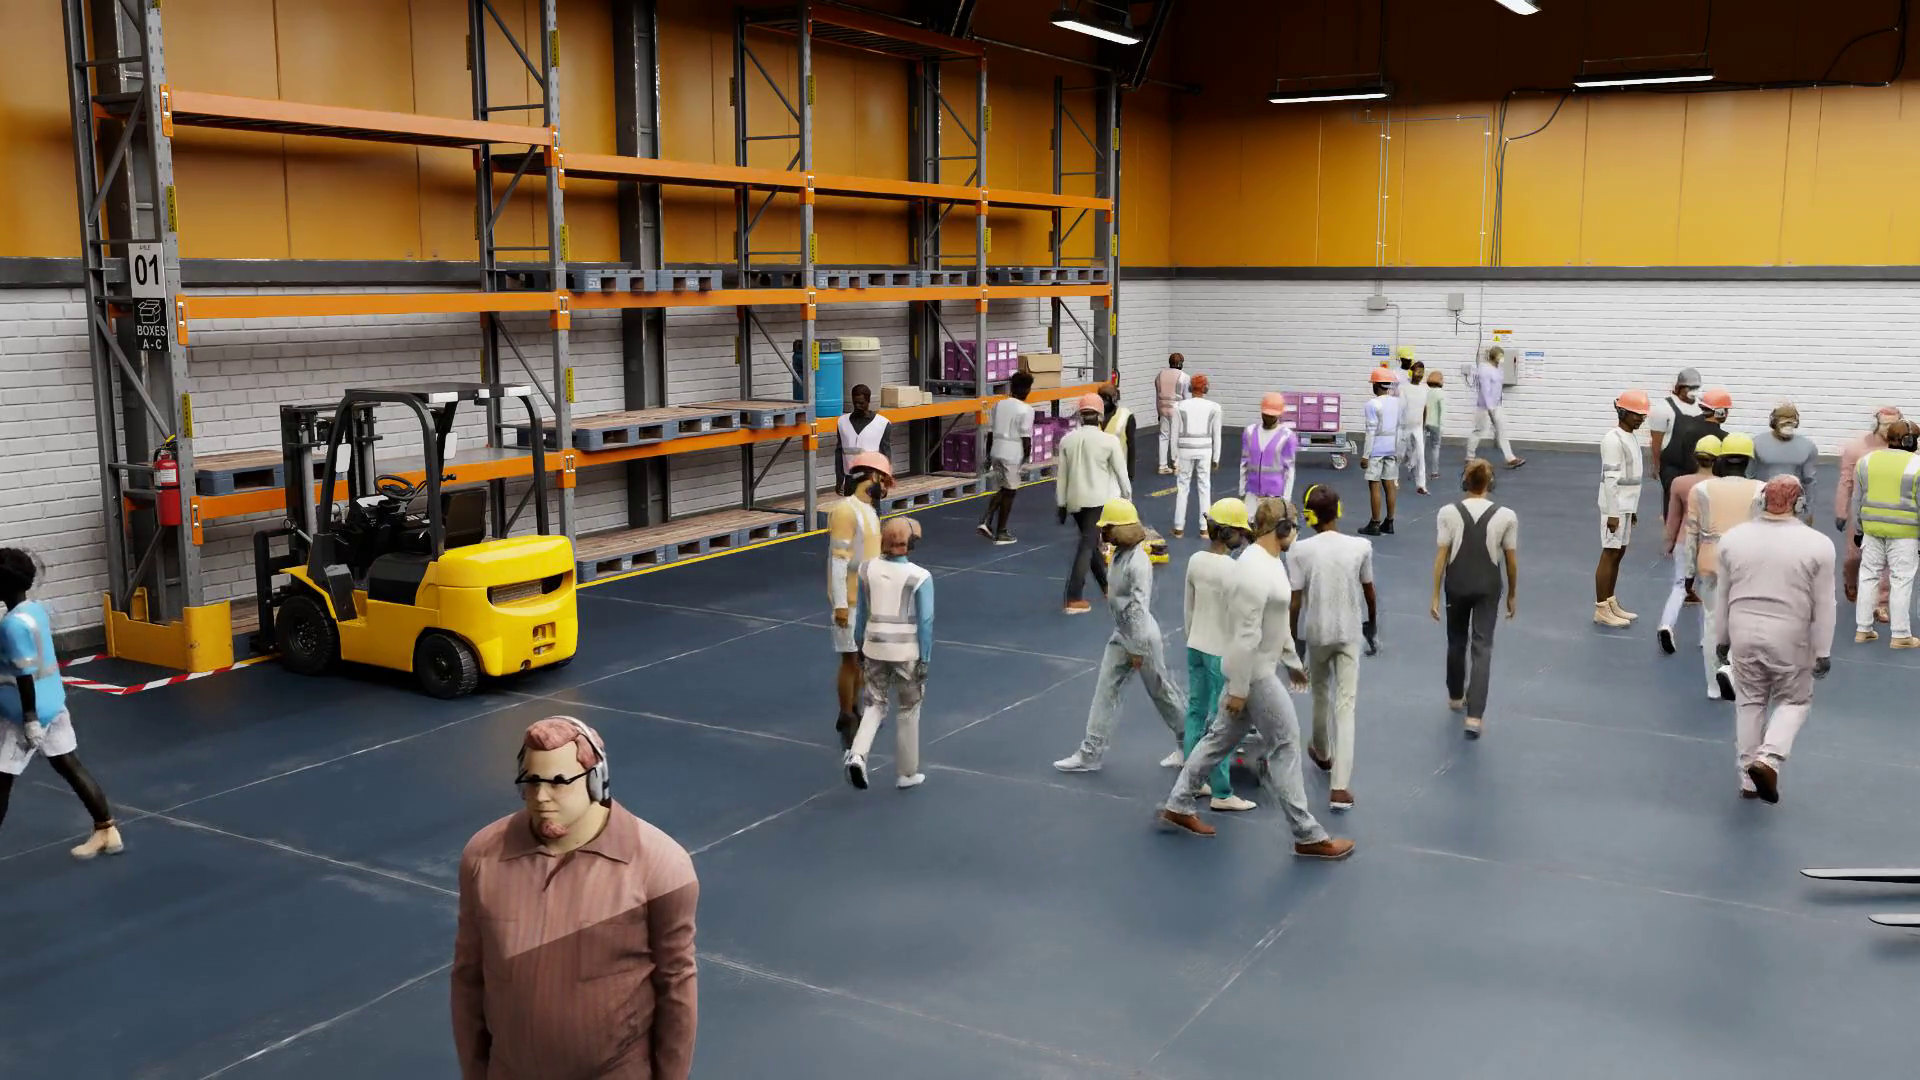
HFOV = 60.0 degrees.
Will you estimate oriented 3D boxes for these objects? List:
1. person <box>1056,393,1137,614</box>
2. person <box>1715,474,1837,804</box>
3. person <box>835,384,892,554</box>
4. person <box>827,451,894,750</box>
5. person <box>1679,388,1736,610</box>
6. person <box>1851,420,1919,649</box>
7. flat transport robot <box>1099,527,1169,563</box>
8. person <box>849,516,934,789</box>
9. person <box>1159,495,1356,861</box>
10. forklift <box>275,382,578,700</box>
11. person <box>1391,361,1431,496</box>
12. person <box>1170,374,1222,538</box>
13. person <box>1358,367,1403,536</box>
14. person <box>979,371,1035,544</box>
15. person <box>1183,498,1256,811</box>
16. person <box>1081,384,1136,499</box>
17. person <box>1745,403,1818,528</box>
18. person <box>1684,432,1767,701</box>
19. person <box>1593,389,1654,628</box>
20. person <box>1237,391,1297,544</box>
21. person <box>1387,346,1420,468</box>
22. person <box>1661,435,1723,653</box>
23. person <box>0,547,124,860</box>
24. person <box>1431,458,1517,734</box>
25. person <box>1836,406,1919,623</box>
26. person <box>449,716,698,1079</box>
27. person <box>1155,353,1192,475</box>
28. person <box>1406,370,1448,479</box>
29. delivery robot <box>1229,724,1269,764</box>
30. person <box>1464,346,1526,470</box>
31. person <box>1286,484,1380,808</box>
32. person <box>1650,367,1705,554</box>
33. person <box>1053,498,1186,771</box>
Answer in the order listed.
[{"bbox_3d":[1.227,-0.348,14.954,0.627,1.927,1.061,7,12,39],"label":"person"},{"bbox_3d":[4.570,0.573,9.393,0.651,1.886,0.524,9,13,43],"label":"person"},{"bbox_3d":[-0.974,-0.612,16.693,0.589,1.914,0.392,3,10,18],"label":"person"},{"bbox_3d":[-0.671,0.382,10.624,0.392,1.885,0.659,4,10,22],"label":"person"},{"bbox_3d":[6.701,-0.365,14.898,0.382,1.995,0.612,-3,10,-18],"label":"person"},{"bbox_3d":[7.531,-0.051,13.425,0.429,1.837,0.634,-6,11,-33],"label":"person"},{"bbox_3d":[1.803,0.032,17.786,0.652,0.197,1.431,0,9,-2],"label":"flat transport robot"},{"bbox_3d":[-0.422,0.676,9.567,0.536,1.619,0.550,4,10,26],"label":"person"},{"bbox_3d":[1.522,0.701,8.662,1.017,1.880,0.626,2,9,11],"label":"person"},{"bbox_3d":[-3.974,-0.067,12.417,2.313,2.155,1.214,5,11,30],"label":"forklift"},{"bbox_3d":[6.190,-1.555,22.876,0.519,1.827,0.980,-1,9,-7],"label":"person"},{"bbox_3d":[2.684,-0.953,18.949,0.572,1.877,0.345,0,9,0],"label":"person"},{"bbox_3d":[4.823,-1.020,19.164,0.553,1.935,0.364,-6,11,-33],"label":"person"},{"bbox_3d":[0.573,-0.911,18.512,0.538,1.930,0.610,-7,12,-39],"label":"person"},{"bbox_3d":[1.463,0.637,9.378,0.337,1.760,0.526,-4,10,-25],"label":"person"},{"bbox_3d":[1.635,-0.828,18.364,0.632,1.819,0.782,4,10,21],"label":"person"},{"bbox_3d":[7.229,-0.286,14.781,0.630,1.890,1.030,1,9,8],"label":"person"},{"bbox_3d":[5.365,0.203,11.613,0.616,1.907,0.557,6,11,33],"label":"person"},{"bbox_3d":[5.670,-0.274,14.215,0.392,2.033,0.605,6,11,35],"label":"person"},{"bbox_3d":[2.919,-0.471,15.830,0.576,1.910,0.538,6,11,33],"label":"person"},{"bbox_3d":[6.914,-2.101,26.084,0.599,1.887,0.926,-6,11,-32],"label":"person"},{"bbox_3d":[5.838,0.039,13.179,0.527,1.742,0.779,8,12,41],"label":"person"},{"bbox_3d":[-4.726,0.850,8.380,0.888,1.643,0.547,-3,10,-17],"label":"person"},{"bbox_3d":[3.421,0.353,11.060,0.535,1.792,0.978,3,10,17],"label":"person"},{"bbox_3d":[8.039,-0.255,14.604,0.653,1.879,0.789,3,10,17],"label":"person"},{"bbox_3d":[-0.996,1.382,4.272,0.641,1.908,0.407,1,9,5],"label":"person"},{"bbox_3d":[3.204,-1.879,24.868,0.619,1.836,0.430,8,12,39],"label":"person"},{"bbox_3d":[6.827,-1.676,24.293,0.541,1.602,0.747,8,12,42],"label":"person"},{"bbox_3d":[1.700,1.087,10.024,0.477,0.478,0.707,2,9,10],"label":"delivery robot"},{"bbox_3d":[8.222,-2.018,25.549,0.645,1.891,0.971,-7,12,-38],"label":"person"},{"bbox_3d":[2.151,0.584,9.616,0.560,1.818,1.017,2,9,10],"label":"person"},{"bbox_3d":[7.773,-0.880,17.966,0.695,2.000,0.745,-1,9,-7],"label":"person"},{"bbox_3d":[1.069,0.577,10.002,0.919,1.680,0.499,-3,10,-17],"label":"person"}]
